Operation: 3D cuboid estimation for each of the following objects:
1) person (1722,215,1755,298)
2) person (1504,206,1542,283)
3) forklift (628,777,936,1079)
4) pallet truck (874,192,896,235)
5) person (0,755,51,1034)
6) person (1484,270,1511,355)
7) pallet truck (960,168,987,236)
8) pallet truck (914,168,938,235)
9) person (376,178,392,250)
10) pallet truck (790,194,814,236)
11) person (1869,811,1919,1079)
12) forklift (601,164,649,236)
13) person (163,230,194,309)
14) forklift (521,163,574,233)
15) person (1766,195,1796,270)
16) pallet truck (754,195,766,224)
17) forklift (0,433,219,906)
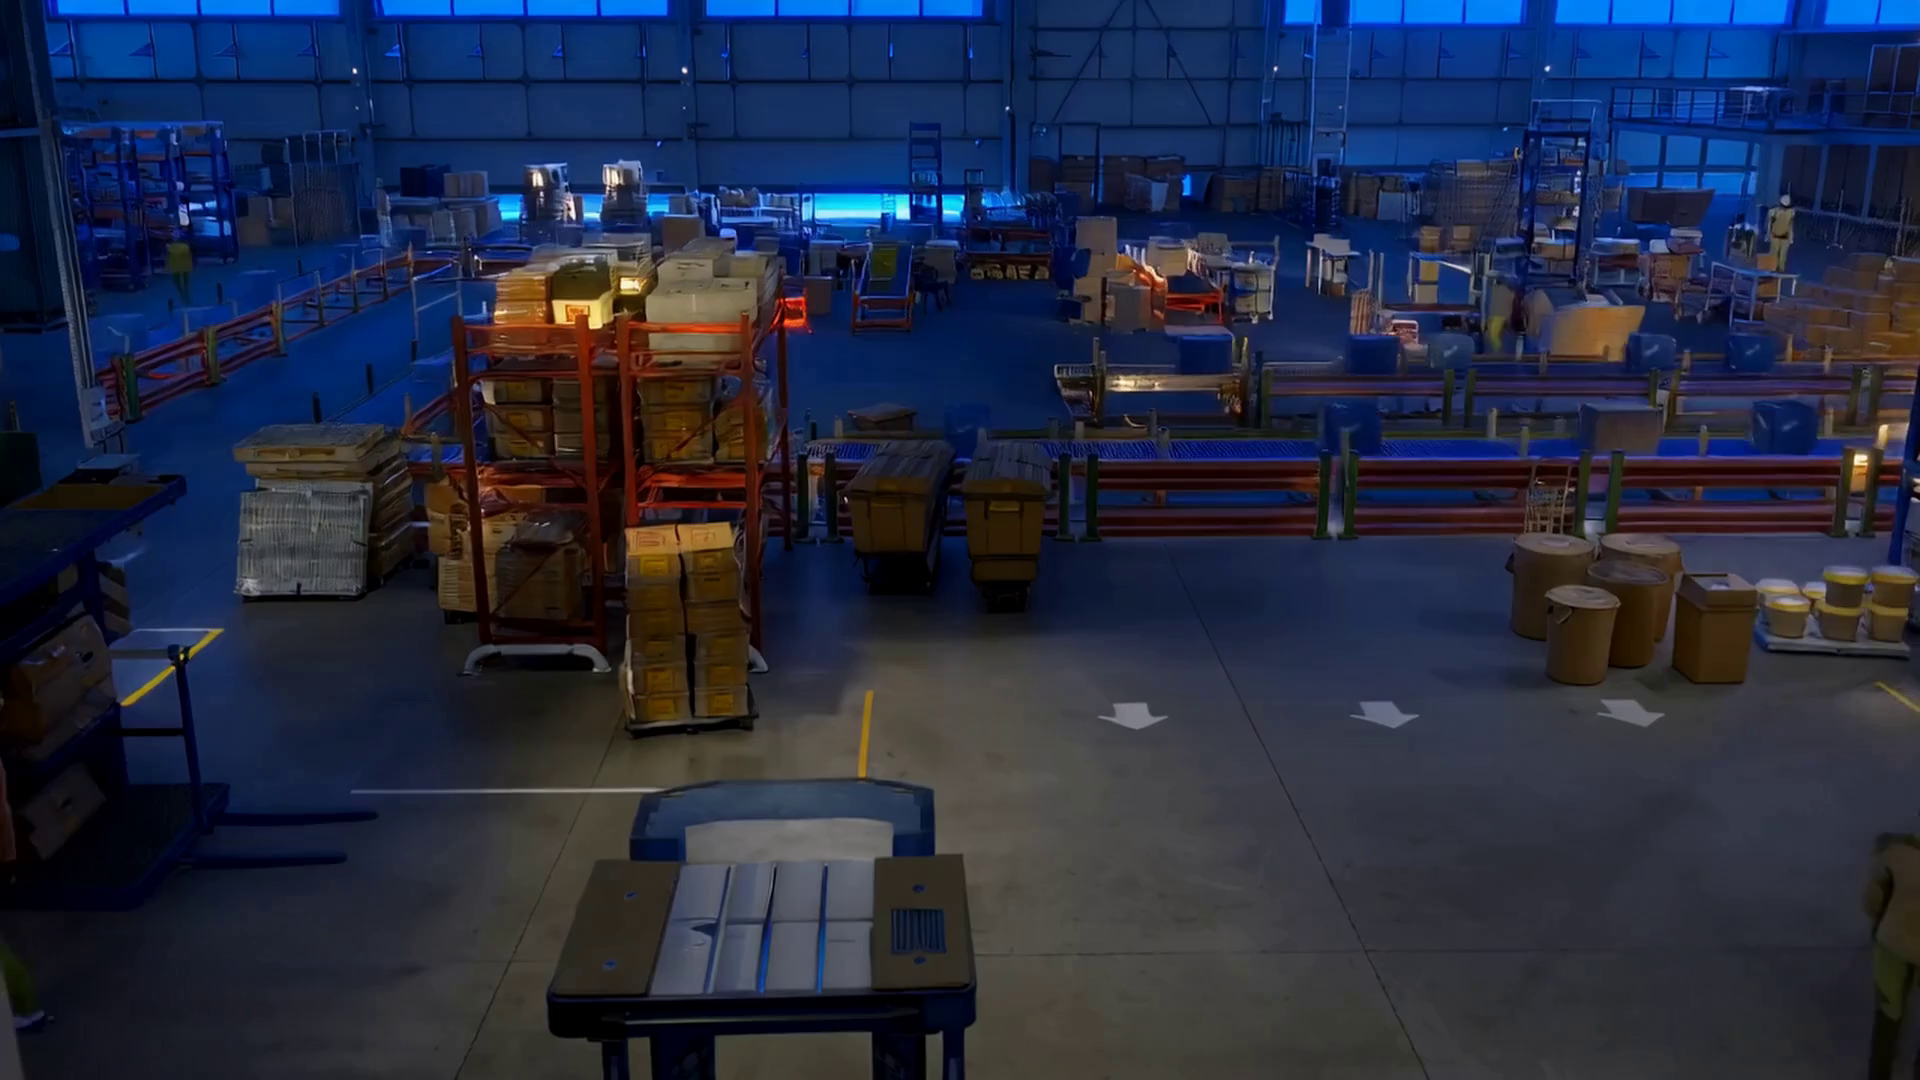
[{"bbox_3d":[17.101,-6.221,36.590,0.595,1.824,0.404,15,22,43],"label":"person"},{"bbox_3d":[12.910,-6.736,38.264,1.006,1.880,0.580,2,16,8],"label":"person"},{"bbox_3d":[-0.542,2.165,5.552,1.129,2.768,1.873,-1,16,-2],"label":"forklift"},{"bbox_3d":[-2.277,-9.986,50.594,0.653,1.274,1.630,0,16,-1],"label":"pallet truck"},{"bbox_3d":[-5.345,1.734,8.871,0.985,1.867,0.636,2,16,8],"label":"person"},{"bbox_3d":[9.239,-3.842,28.671,0.347,1.622,0.507,-2,16,-8],"label":"person"},{"bbox_3d":[0.383,-10.230,50.206,0.823,1.965,1.885,-1,16,-3],"label":"pallet truck"},{"bbox_3d":[-0.989,-10.316,50.507,0.823,1.965,1.885,1,16,3],"label":"pallet truck"},{"bbox_3d":[-15.864,-8.973,45.838,0.382,1.994,0.623,-12,20,-36],"label":"person"},{"bbox_3d":[-4.814,-9.883,50.259,0.704,1.261,1.522,-1,16,-3],"label":"pallet truck"},{"bbox_3d":[4.724,1.989,8.178,0.524,1.750,0.528,-15,22,-42],"label":"person"},{"bbox_3d":[-9.948,-10.127,49.296,1.157,1.987,2.680,-1,16,-3],"label":"forklift"},{"bbox_3d":[-16.096,-5.489,34.215,0.526,1.724,0.894,1,16,5],"label":"person"},{"bbox_3d":[-12.233,-10.122,49.298,1.157,1.987,2.680,0,16,-1],"label":"forklift"},{"bbox_3d":[19.845,-7.340,40.209,0.663,1.960,0.857,4,16,12],"label":"person"},{"bbox_3d":[-6.051,-9.967,50.660,0.680,1.201,1.601,0,16,-1],"label":"pallet truck"},{"bbox_3d":[-5.952,0.780,10.366,1.873,2.768,1.129,0,16,-1],"label":"forklift"}]
